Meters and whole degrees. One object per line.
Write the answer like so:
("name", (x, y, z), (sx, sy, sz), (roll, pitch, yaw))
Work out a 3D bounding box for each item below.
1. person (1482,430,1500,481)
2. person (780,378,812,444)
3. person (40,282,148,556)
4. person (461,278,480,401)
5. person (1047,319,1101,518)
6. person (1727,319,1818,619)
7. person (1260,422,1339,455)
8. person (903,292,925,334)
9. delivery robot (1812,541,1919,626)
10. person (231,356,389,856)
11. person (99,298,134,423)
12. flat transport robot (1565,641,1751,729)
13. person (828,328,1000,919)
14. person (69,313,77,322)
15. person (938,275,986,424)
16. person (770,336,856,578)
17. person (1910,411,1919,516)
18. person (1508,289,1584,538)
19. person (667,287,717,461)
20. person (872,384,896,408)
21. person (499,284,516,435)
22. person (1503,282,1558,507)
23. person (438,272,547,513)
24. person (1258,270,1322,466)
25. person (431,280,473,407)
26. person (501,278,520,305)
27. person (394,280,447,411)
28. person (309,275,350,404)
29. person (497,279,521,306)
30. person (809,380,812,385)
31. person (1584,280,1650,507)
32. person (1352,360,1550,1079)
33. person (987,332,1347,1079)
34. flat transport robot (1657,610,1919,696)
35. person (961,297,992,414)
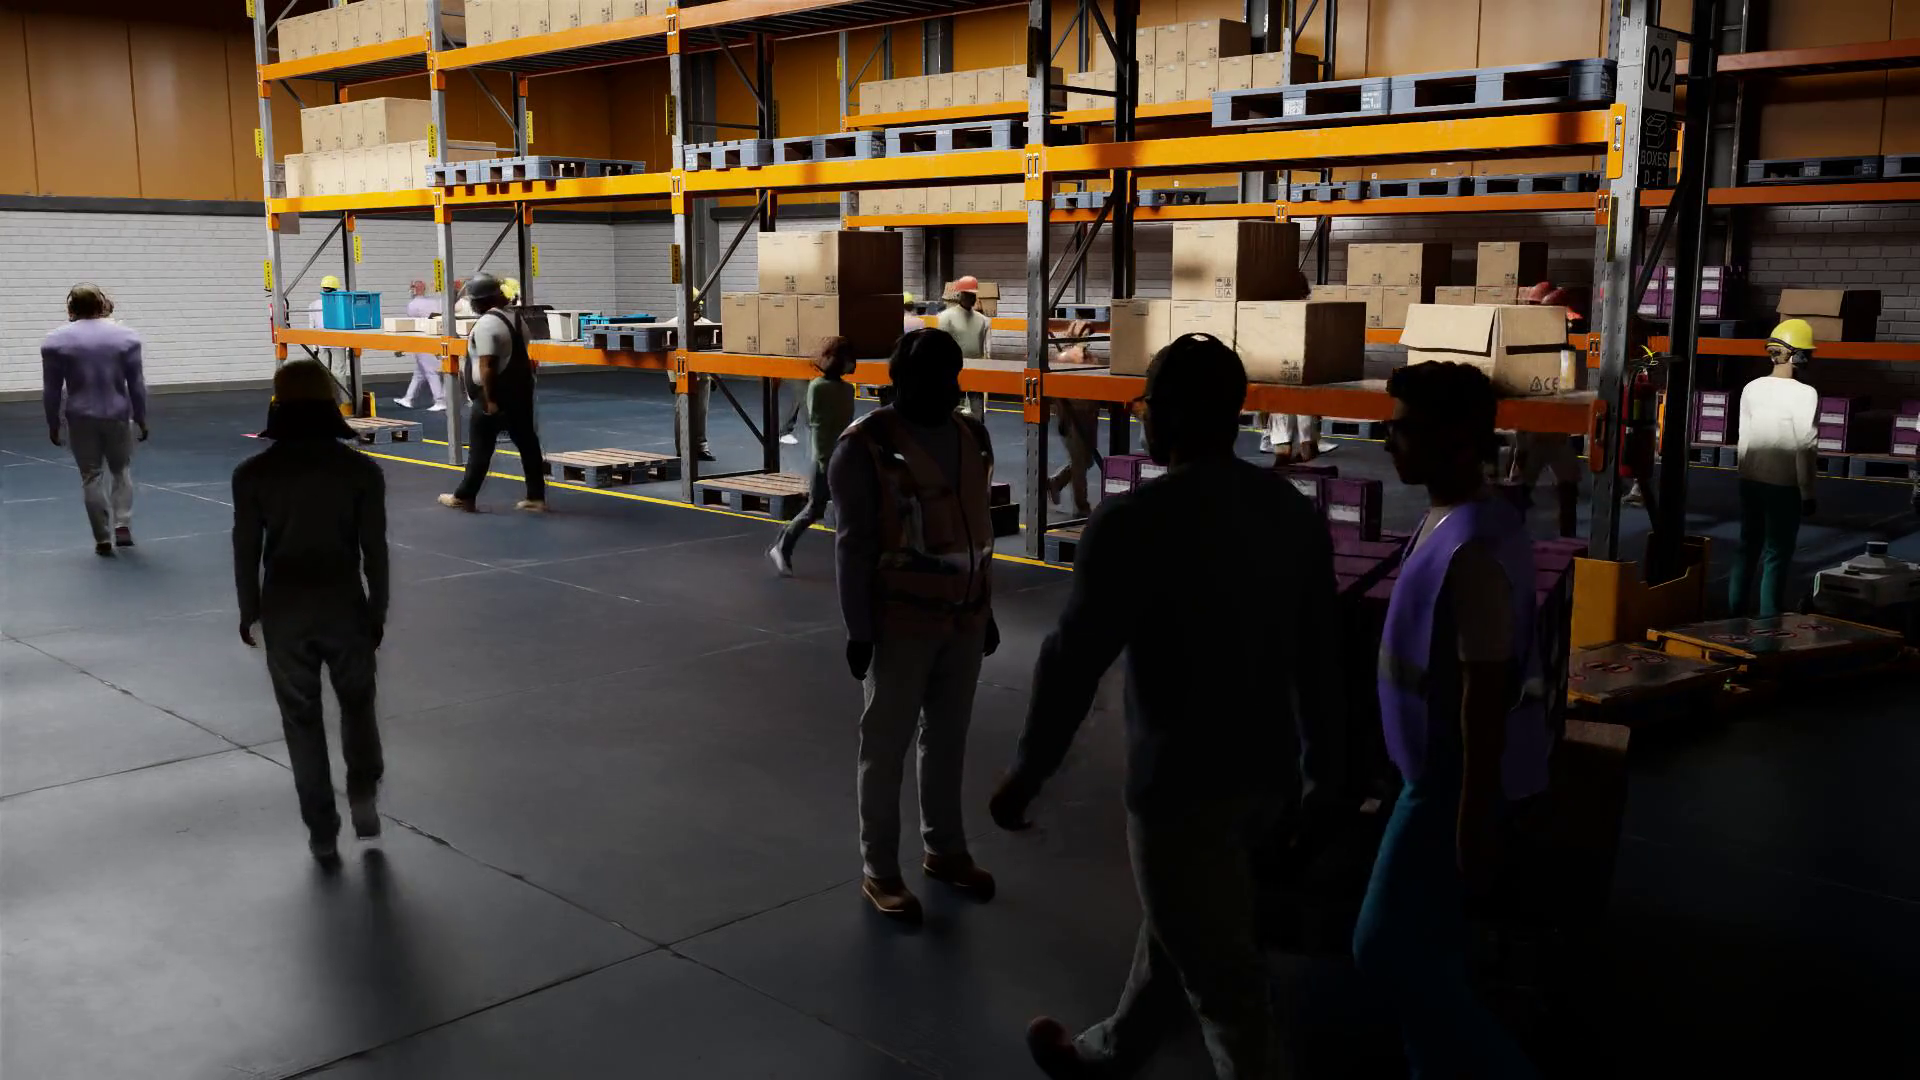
("person", (4.838, -1.313, 15.367), (0.382, 1.673, 0.591), (6, 11, 34))
("person", (-1.746, -2.001, 19.024), (1.019, 1.858, 0.610), (9, 13, 42))
("person", (-6.121, -0.852, 11.779), (0.654, 1.925, 0.516), (-6, 11, -33))
("person", (-7.359, -3.032, 25.251), (0.478, 1.892, 0.685), (7, 12, 38))
("person", (0.928, -0.997, 13.609), (0.520, 1.623, 0.608), (-9, 13, -44))
("person", (4.371, -0.294, 8.891), (0.343, 1.759, 0.533), (-2, 10, -13))
("person", (3.688, -1.833, 17.969), (0.950, 1.862, 0.668), (4, 10, 22))
("person", (-0.664, -2.311, 21.333), (0.529, 1.726, 0.905), (-6, 11, -34))
("delivery robot", (4.905, 0.251, 8.930), (0.707, 0.478, 0.477), (-7, 12, -36))
("person", (-2.229, 0.233, 5.735), (0.490, 1.730, 0.360), (-4, 10, -25))
("person", (-11.062, -2.314, 21.621), (0.513, 1.642, 0.311), (-2, 9, -11))
("flat transport robot", (2.862, 0.676, 7.476), (1.431, 0.197, 0.652), (-6, 11, -35))
("person", (-0.109, 0.253, 5.274), (0.637, 1.840, 0.429), (-9, 13, -42))
("person", (-10.096, -1.902, 19.131), (0.313, 1.633, 0.516), (0, 9, -1))
("person", (-0.022, -1.807, 17.555), (0.622, 1.963, 0.921), (-6, 11, -33))
("person", (-0.864, -0.521, 10.746), (0.795, 1.601, 0.498), (6, 11, 32))
("person", (5.249, -0.307, 8.561), (0.612, 1.908, 0.702), (4, 10, 23))
("person", (3.801, -0.701, 10.964), (0.558, 1.904, 0.955), (-5, 11, -29))
("person", (-2.786, -1.717, 17.378), (0.404, 1.830, 0.602), (9, 13, 44))
("person", (-0.954, -2.166, 20.571), (0.548, 1.674, 0.403), (-7, 12, -37))
("person", (-5.537, -2.198, 20.325), (0.603, 1.830, 0.404), (6, 11, 33))
("person", (4.830, -1.221, 14.092), (0.565, 1.904, 0.627), (-6, 11, -33))
("person", (-3.876, -1.228, 13.741), (0.942, 2.000, 0.721), (4, 10, 22))
("person", (2.556, -1.107, 13.050), (0.631, 2.024, 0.528), (-5, 10, -28))
("person", (-7.412, -2.872, 24.399), (0.916, 1.844, 0.592), (4, 10, 21))
("person", (-5.770, -2.395, 21.331), (0.424, 1.907, 0.611), (0, 9, 0))
("person", (-7.725, -2.759, 23.678), (0.981, 1.853, 0.659), (2, 10, 15))
("person", (-8.800, -2.734, 23.317), (0.588, 1.928, 0.384), (1, 9, 7))
("person", (-6.059, -2.592, 22.581), (0.787, 1.880, 0.598), (9, 13, 43))
("person", (-1.822, -2.313, 20.888), (0.639, 1.871, 1.065), (-2, 9, -12))
("person", (5.620, -1.243, 14.102), (0.740, 1.948, 0.564), (-9, 13, -42))
("person", (1.072, 0.521, 3.657), (0.426, 1.830, 0.581), (3, 10, 16))
("person", (0.445, 0.513, 3.543), (0.646, 1.881, 1.032), (-8, 12, -41))
("flat transport robot", (4.087, 0.547, 8.267), (1.431, 0.197, 0.652), (-4, 10, -24))
("person", (0.209, -2.578, 23.283), (0.496, 1.627, 0.272), (-4, 10, -24))
